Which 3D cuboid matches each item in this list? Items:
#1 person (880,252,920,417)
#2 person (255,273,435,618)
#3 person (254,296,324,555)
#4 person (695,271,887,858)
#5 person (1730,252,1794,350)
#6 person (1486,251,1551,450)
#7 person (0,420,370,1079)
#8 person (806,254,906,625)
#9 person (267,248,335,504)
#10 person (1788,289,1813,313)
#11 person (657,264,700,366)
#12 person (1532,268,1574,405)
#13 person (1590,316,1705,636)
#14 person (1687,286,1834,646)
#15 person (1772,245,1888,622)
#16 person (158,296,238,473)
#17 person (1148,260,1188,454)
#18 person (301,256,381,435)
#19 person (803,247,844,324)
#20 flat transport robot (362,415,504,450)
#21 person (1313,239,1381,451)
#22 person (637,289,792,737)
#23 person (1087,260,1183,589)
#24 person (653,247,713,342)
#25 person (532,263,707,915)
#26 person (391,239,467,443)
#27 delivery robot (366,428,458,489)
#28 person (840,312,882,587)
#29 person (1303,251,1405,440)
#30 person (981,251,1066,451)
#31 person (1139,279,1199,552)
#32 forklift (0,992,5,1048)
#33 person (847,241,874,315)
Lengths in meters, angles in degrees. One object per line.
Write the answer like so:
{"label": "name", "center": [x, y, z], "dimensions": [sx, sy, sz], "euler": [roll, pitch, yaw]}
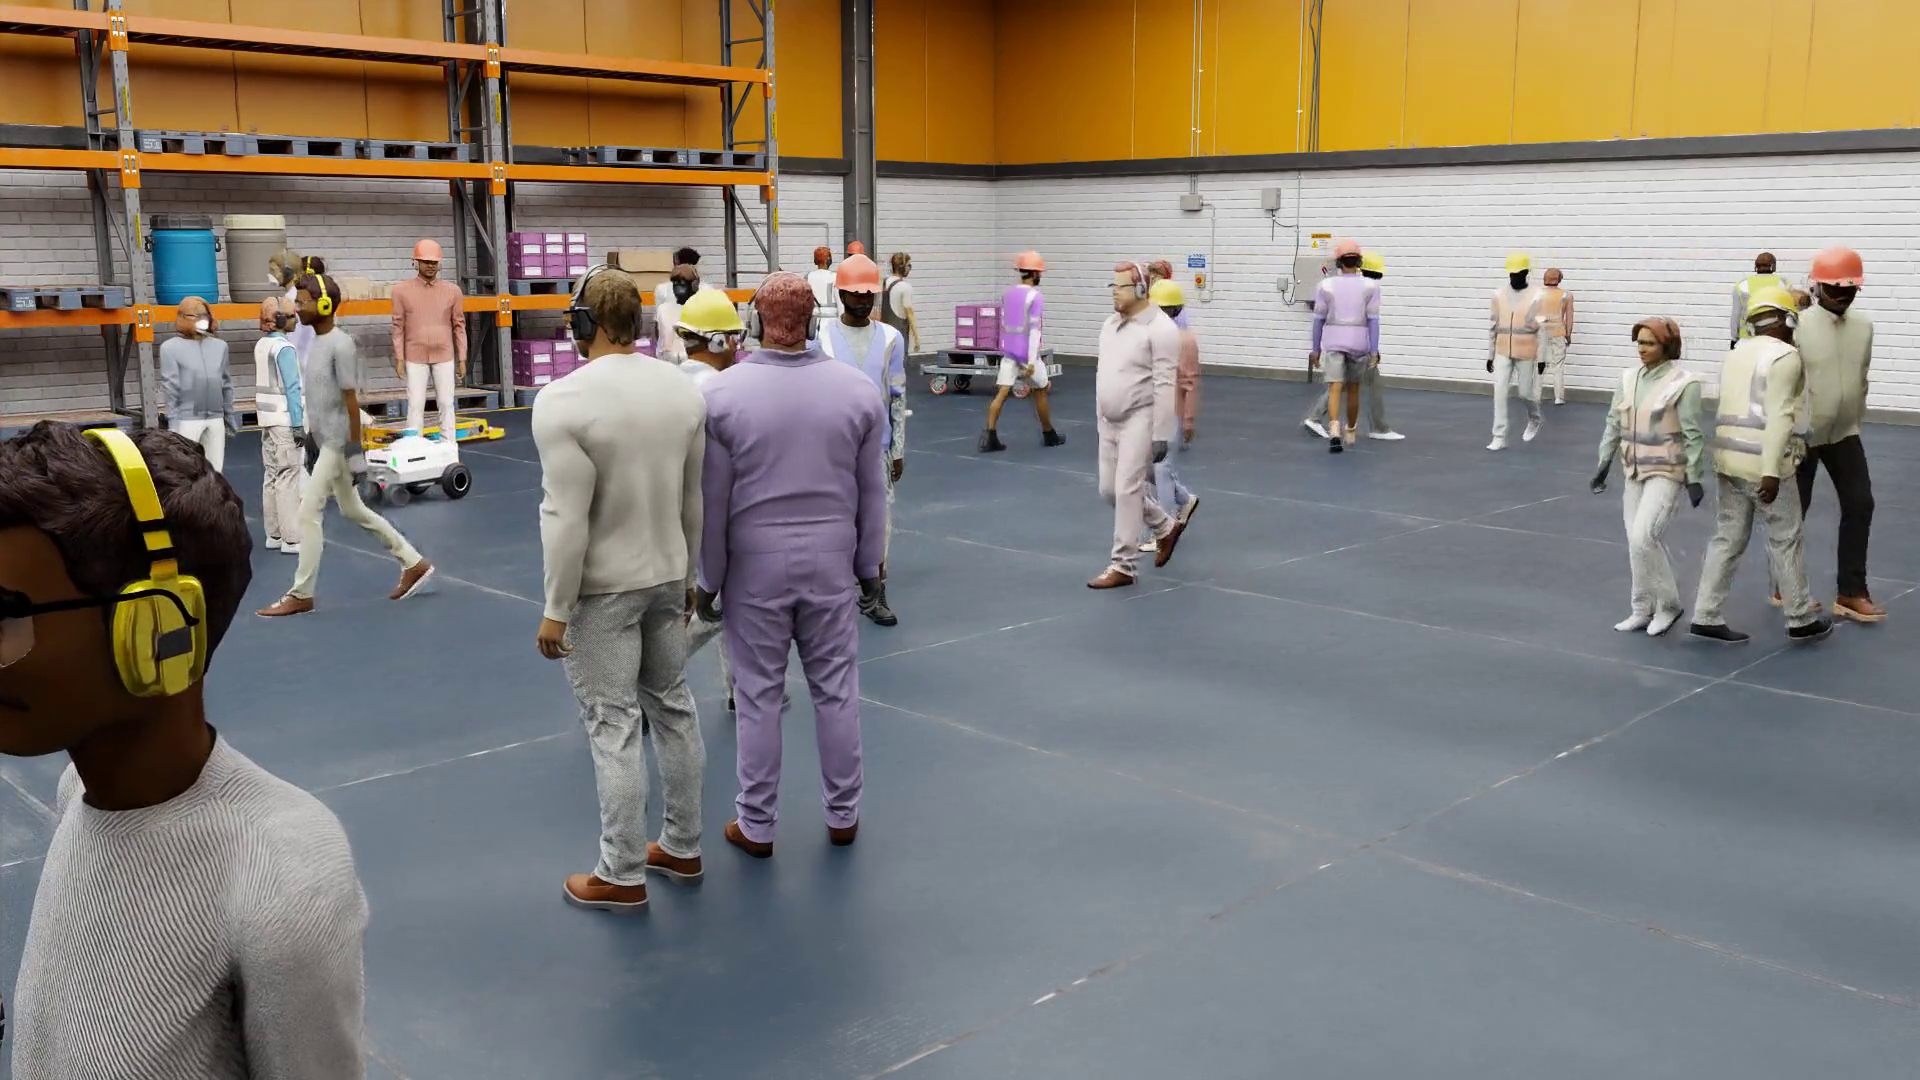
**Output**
{"label": "person", "center": [-0.654, -2.272, 18.483], "dimensions": [0.434, 1.835, 0.551], "euler": [-8, 13, -37]}
{"label": "person", "center": [-3.352, -0.528, 9.011], "dimensions": [0.943, 1.833, 0.532], "euler": [-7, 12, -33]}
{"label": "person", "center": [-4.310, -0.726, 10.598], "dimensions": [0.311, 1.638, 0.522], "euler": [-9, 14, -41]}
{"label": "person", "center": [-0.562, 0.085, 5.447], "dimensions": [0.651, 1.907, 0.409], "euler": [-4, 11, -20]}
{"label": "person", "center": [8.725, -2.204, 18.129], "dimensions": [0.620, 1.837, 0.429], "euler": [5, 12, 27]}
{"label": "person", "center": [5.343, -1.810, 15.869], "dimensions": [0.589, 1.886, 0.864], "euler": [8, 13, 38]}
{"label": "person", "center": [-0.714, 0.818, 1.548], "dimensions": [0.515, 1.872, 0.328], "euler": [9, 13, 39]}
{"label": "person", "center": [-0.529, -0.493, 8.555], "dimensions": [0.540, 1.930, 0.382], "euler": [-3, 11, -16]}
{"label": "person", "center": [-4.875, -1.177, 12.258], "dimensions": [0.490, 1.927, 0.685], "euler": [-1, 10, -4]}
{"label": "person", "center": [6.391, -1.142, 12.941], "dimensions": [0.508, 1.615, 0.624], "euler": [-3, 11, -16]}
{"label": "person", "center": [-2.086, -1.199, 12.737], "dimensions": [0.644, 1.793, 0.946], "euler": [3, 11, 17]}
{"label": "person", "center": [7.046, -2.426, 19.873], "dimensions": [0.515, 1.638, 0.315], "euler": [4, 11, 21]}
{"label": "person", "center": [3.469, -0.309, 8.367], "dimensions": [0.394, 1.624, 0.533], "euler": [-3, 11, -17]}
{"label": "person", "center": [4.007, -0.355, 8.213], "dimensions": [0.790, 1.770, 0.658], "euler": [-2, 11, -9]}
{"label": "person", "center": [4.547, -0.536, 8.667], "dimensions": [0.624, 1.961, 0.786], "euler": [-2, 11, -11]}
{"label": "person", "center": [-4.973, -0.776, 10.884], "dimensions": [0.266, 1.632, 0.506], "euler": [6, 12, 29]}
{"label": "person", "center": [1.947, -1.681, 15.381], "dimensions": [0.389, 1.798, 0.773], "euler": [4, 11, 21]}
{"label": "person", "center": [-5.999, -1.786, 15.851], "dimensions": [0.838, 1.838, 0.504], "euler": [-1, 10, -8]}
{"label": "person", "center": [-1.639, -2.605, 20.178], "dimensions": [0.576, 1.885, 0.355], "euler": [5, 11, 23]}
{"label": "flat transport robot", "center": [-5.126, -1.032, 16.002], "dimensions": [0.652, 0.197, 1.431], "euler": [5, 12, 25]}
{"label": "person", "center": [3.642, -1.840, 15.724], "dimensions": [0.612, 2.006, 0.996], "euler": [2, 11, 12]}
{"label": "person", "center": [-1.072, -0.104, 6.738], "dimensions": [0.803, 1.809, 0.586], "euler": [-5, 12, -26]}
{"label": "person", "center": [1.036, -0.672, 9.643], "dimensions": [0.682, 1.885, 0.646], "euler": [-6, 12, -30]}
{"label": "person", "center": [-2.626, -1.852, 16.041], "dimensions": [0.641, 1.900, 0.850], "euler": [1, 10, 4]}
{"label": "person", "center": [-1.009, 0.152, 4.994], "dimensions": [0.359, 1.938, 0.632], "euler": [7, 13, 34]}
{"label": "person", "center": [-4.546, -1.574, 14.291], "dimensions": [0.617, 1.990, 0.400], "euler": [-5, 11, -24]}
{"label": "delivery robot", "center": [-4.169, -0.610, 12.667], "dimensions": [0.477, 0.478, 0.707], "euler": [5, 12, 27]}
{"label": "person", "center": [-0.591, -0.530, 9.552], "dimensions": [0.357, 1.619, 0.520], "euler": [-9, 14, -40]}
{"label": "person", "center": [3.907, -1.919, 16.473], "dimensions": [0.976, 1.874, 0.586], "euler": [2, 11, 11]}
{"label": "person", "center": [0.584, -1.775, 15.703], "dimensions": [0.545, 1.881, 1.042], "euler": [10, 14, 43]}
{"label": "person", "center": [1.360, -0.812, 10.766], "dimensions": [0.582, 1.746, 0.535], "euler": [-8, 13, -38]}
{"label": "forklift", "center": [-3.245, 0.323, 3.363], "dimensions": [2.313, 2.155, 1.214], "euler": [2, 11, 13]}
{"label": "person", "center": [-1.433, -3.139, 22.939], "dimensions": [0.543, 1.939, 0.360], "euler": [3, 11, 14]}
